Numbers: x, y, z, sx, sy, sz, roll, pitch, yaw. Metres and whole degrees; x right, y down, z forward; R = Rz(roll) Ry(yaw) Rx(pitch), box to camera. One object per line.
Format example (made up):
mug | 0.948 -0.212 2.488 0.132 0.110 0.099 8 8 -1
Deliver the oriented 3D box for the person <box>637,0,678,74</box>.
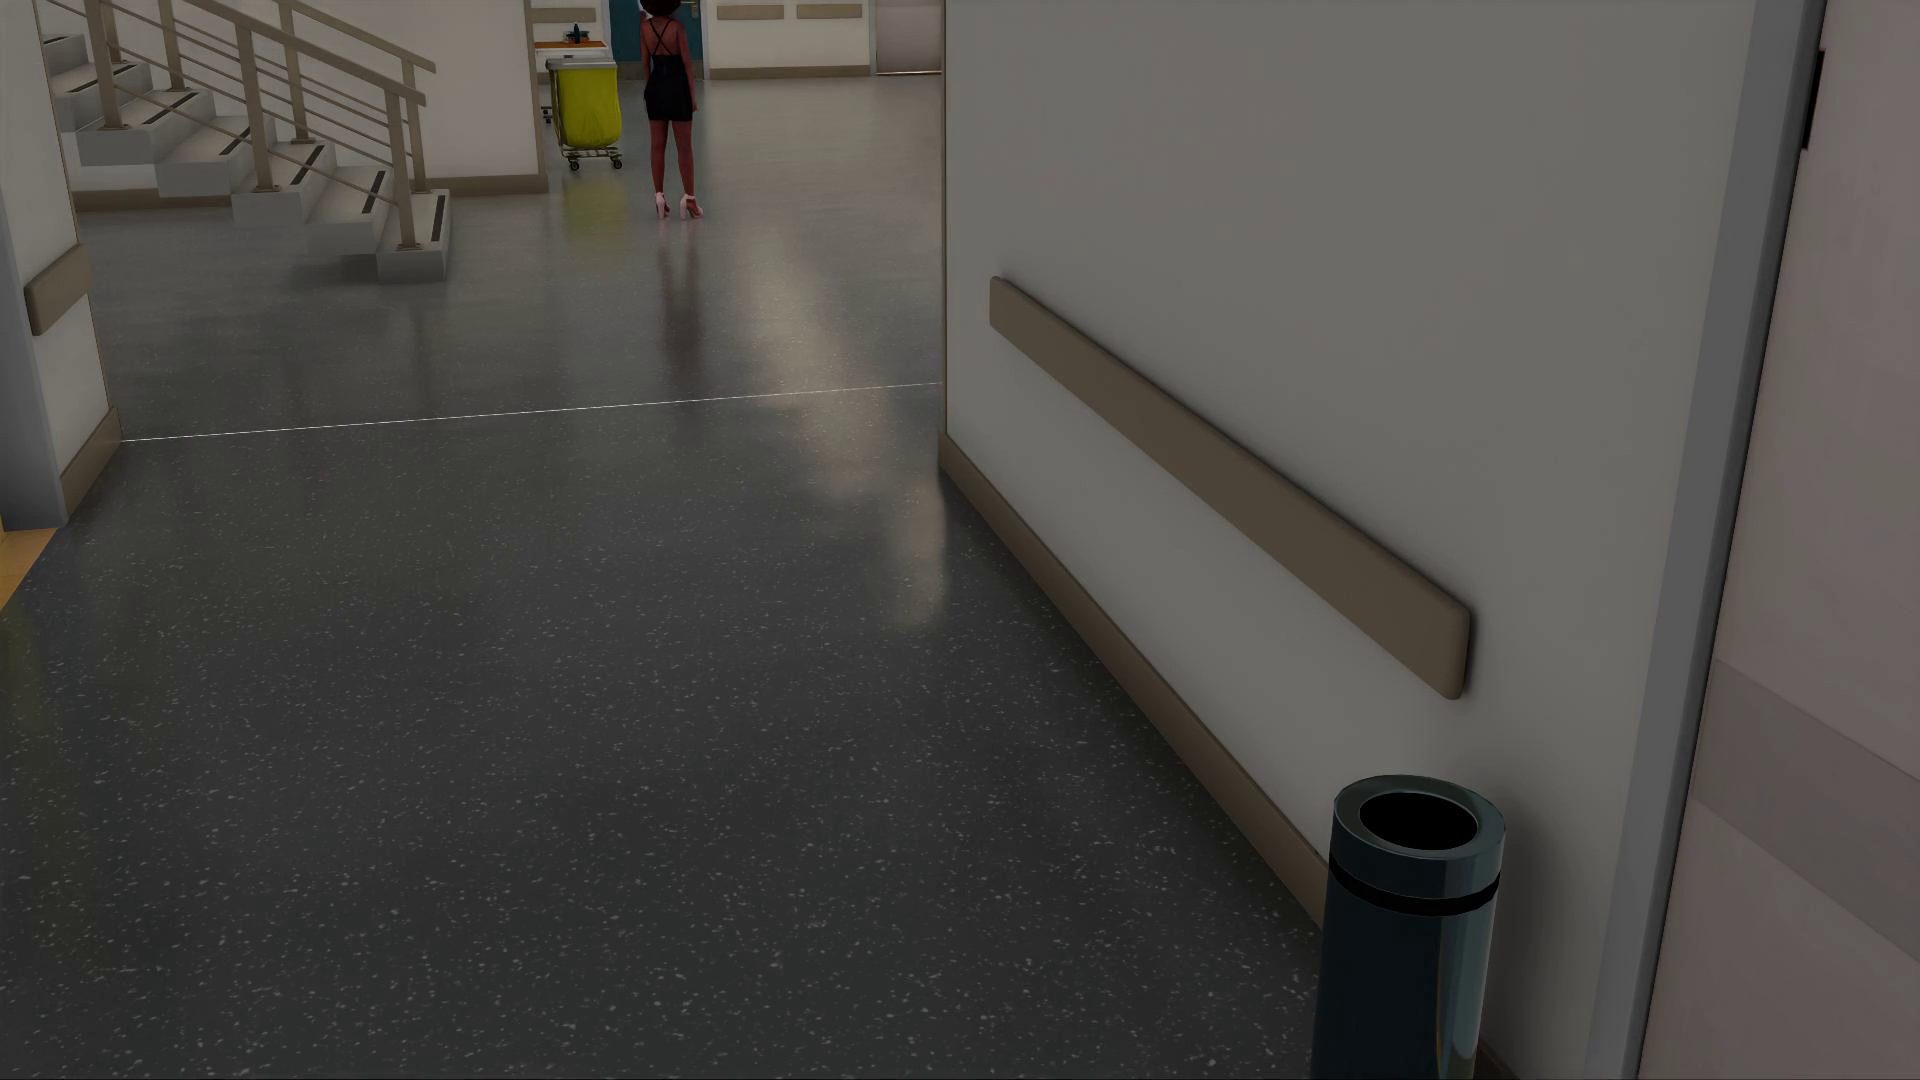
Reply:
person | -3.289 -5.382 18.120 0.972 1.685 0.647 -6 22 -17

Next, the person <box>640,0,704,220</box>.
person | -2.198 -3.331 12.557 0.610 1.790 0.700 5 21 13
